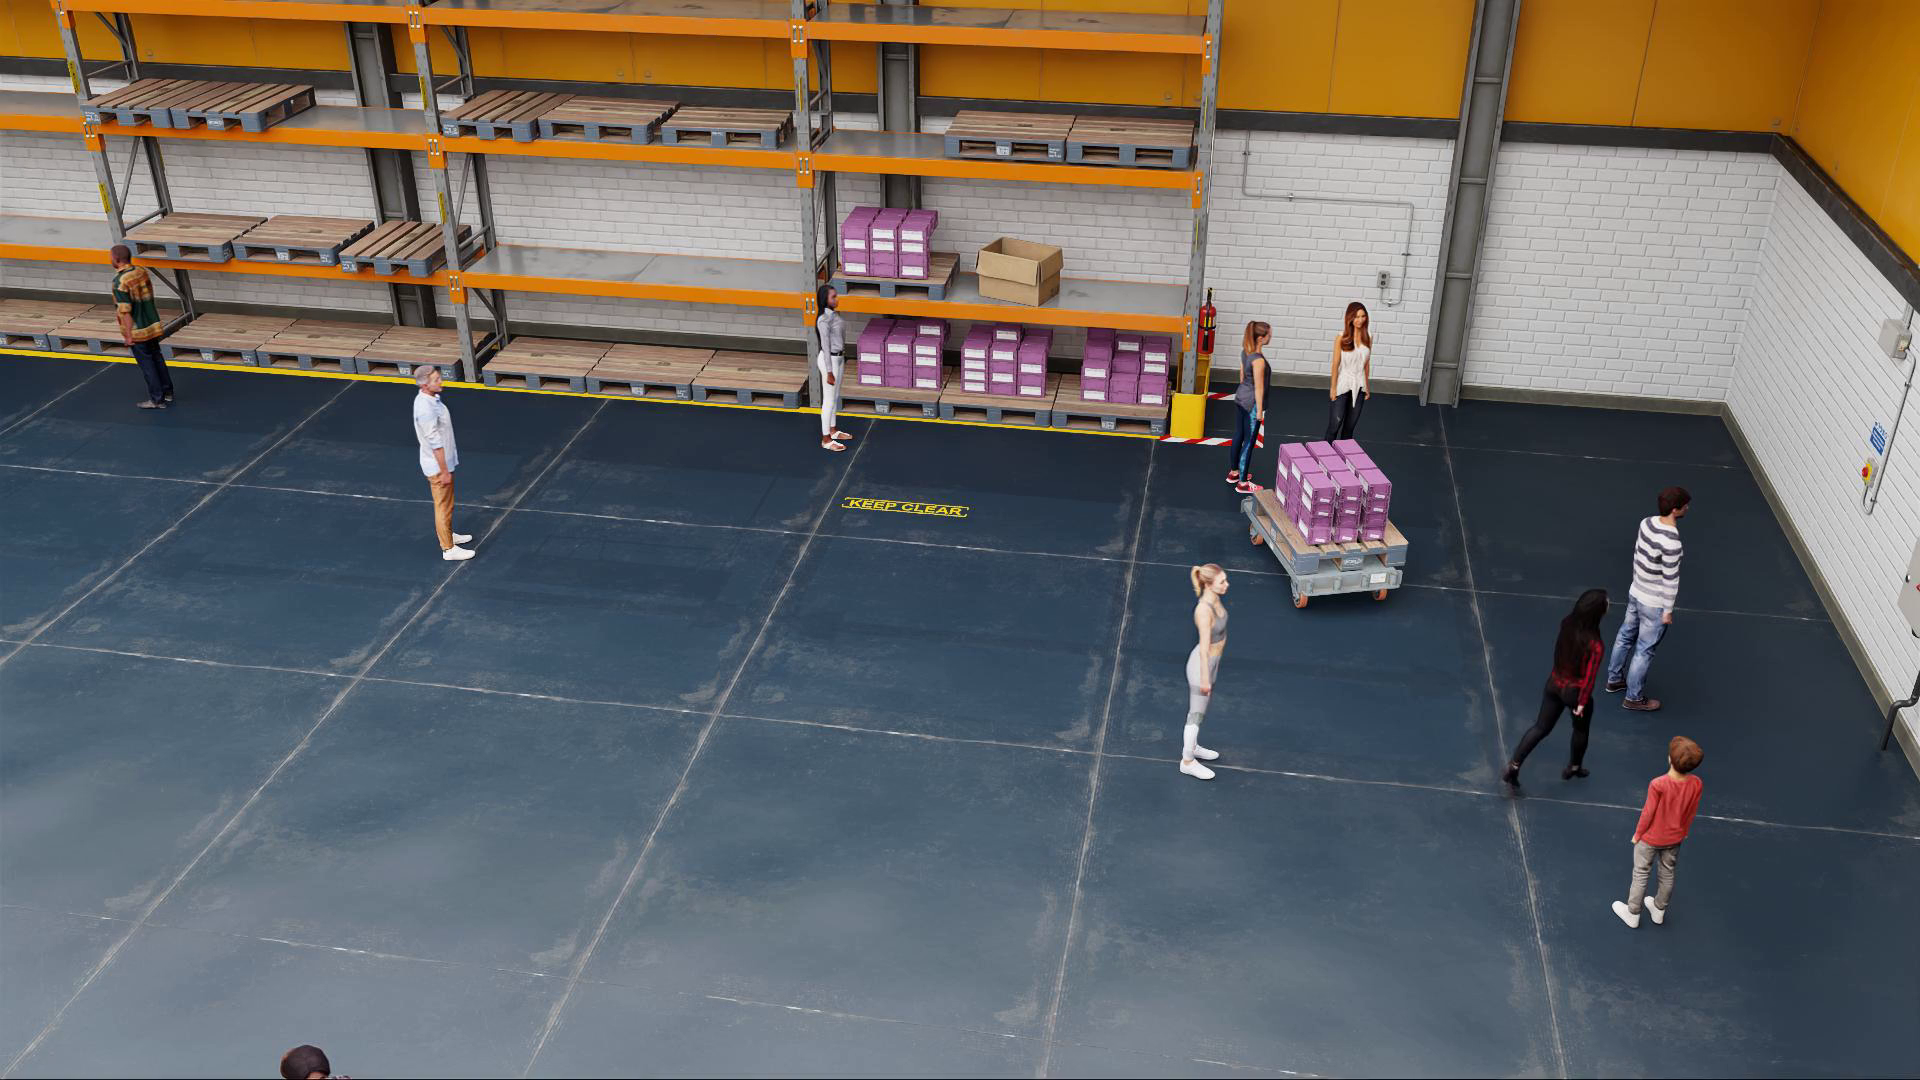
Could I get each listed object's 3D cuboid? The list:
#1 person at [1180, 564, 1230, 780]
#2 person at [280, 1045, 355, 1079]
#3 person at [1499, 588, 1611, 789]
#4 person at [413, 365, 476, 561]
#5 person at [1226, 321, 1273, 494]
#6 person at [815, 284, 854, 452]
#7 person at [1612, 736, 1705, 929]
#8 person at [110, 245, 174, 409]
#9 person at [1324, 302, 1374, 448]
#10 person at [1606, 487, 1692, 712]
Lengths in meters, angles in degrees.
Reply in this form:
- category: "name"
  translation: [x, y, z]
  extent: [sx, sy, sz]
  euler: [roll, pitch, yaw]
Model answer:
- category: "person"
  translation: [1.762, 0.919, 12.012]
  extent: [0.547, 1.703, 0.591]
  euler: [8, 30, 14]
- category: "person"
  translation: [-2.992, 3.099, 8.004]
  extent: [0.681, 1.714, 0.723]
  euler: [-25, 37, -38]
- category: "person"
  translation: [4.235, 1.093, 11.777]
  extent: [1.090, 1.623, 0.947]
  euler: [-13, 31, -22]
- category: "person"
  translation: [-4.664, -0.711, 14.869]
  extent: [0.755, 1.828, 0.767]
  euler: [-9, 30, -16]
- category: "person"
  translation: [2.805, -1.303, 16.064]
  extent: [0.644, 1.724, 0.641]
  euler: [-6, 29, -11]
- category: "person"
  translation: [-1.310, -1.778, 16.934]
  extent: [0.518, 1.725, 0.586]
  euler: [6, 29, 10]
- category: "person"
  translation: [4.475, 1.858, 10.589]
  extent: [0.515, 1.417, 0.640]
  euler: [-4, 29, -7]
- category: "person"
  translation: [-8.758, -2.287, 17.781]
  extent: [0.650, 1.807, 0.692]
  euler: [3, 29, 6]
- category: "person"
  translation: [3.804, -1.485, 16.334]
  extent: [0.619, 1.785, 0.725]
  euler: [-10, 30, -17]
- category: "person"
  translation: [5.290, 0.428, 12.753]
  extent: [0.658, 1.855, 0.712]
  euler: [-5, 29, -9]
